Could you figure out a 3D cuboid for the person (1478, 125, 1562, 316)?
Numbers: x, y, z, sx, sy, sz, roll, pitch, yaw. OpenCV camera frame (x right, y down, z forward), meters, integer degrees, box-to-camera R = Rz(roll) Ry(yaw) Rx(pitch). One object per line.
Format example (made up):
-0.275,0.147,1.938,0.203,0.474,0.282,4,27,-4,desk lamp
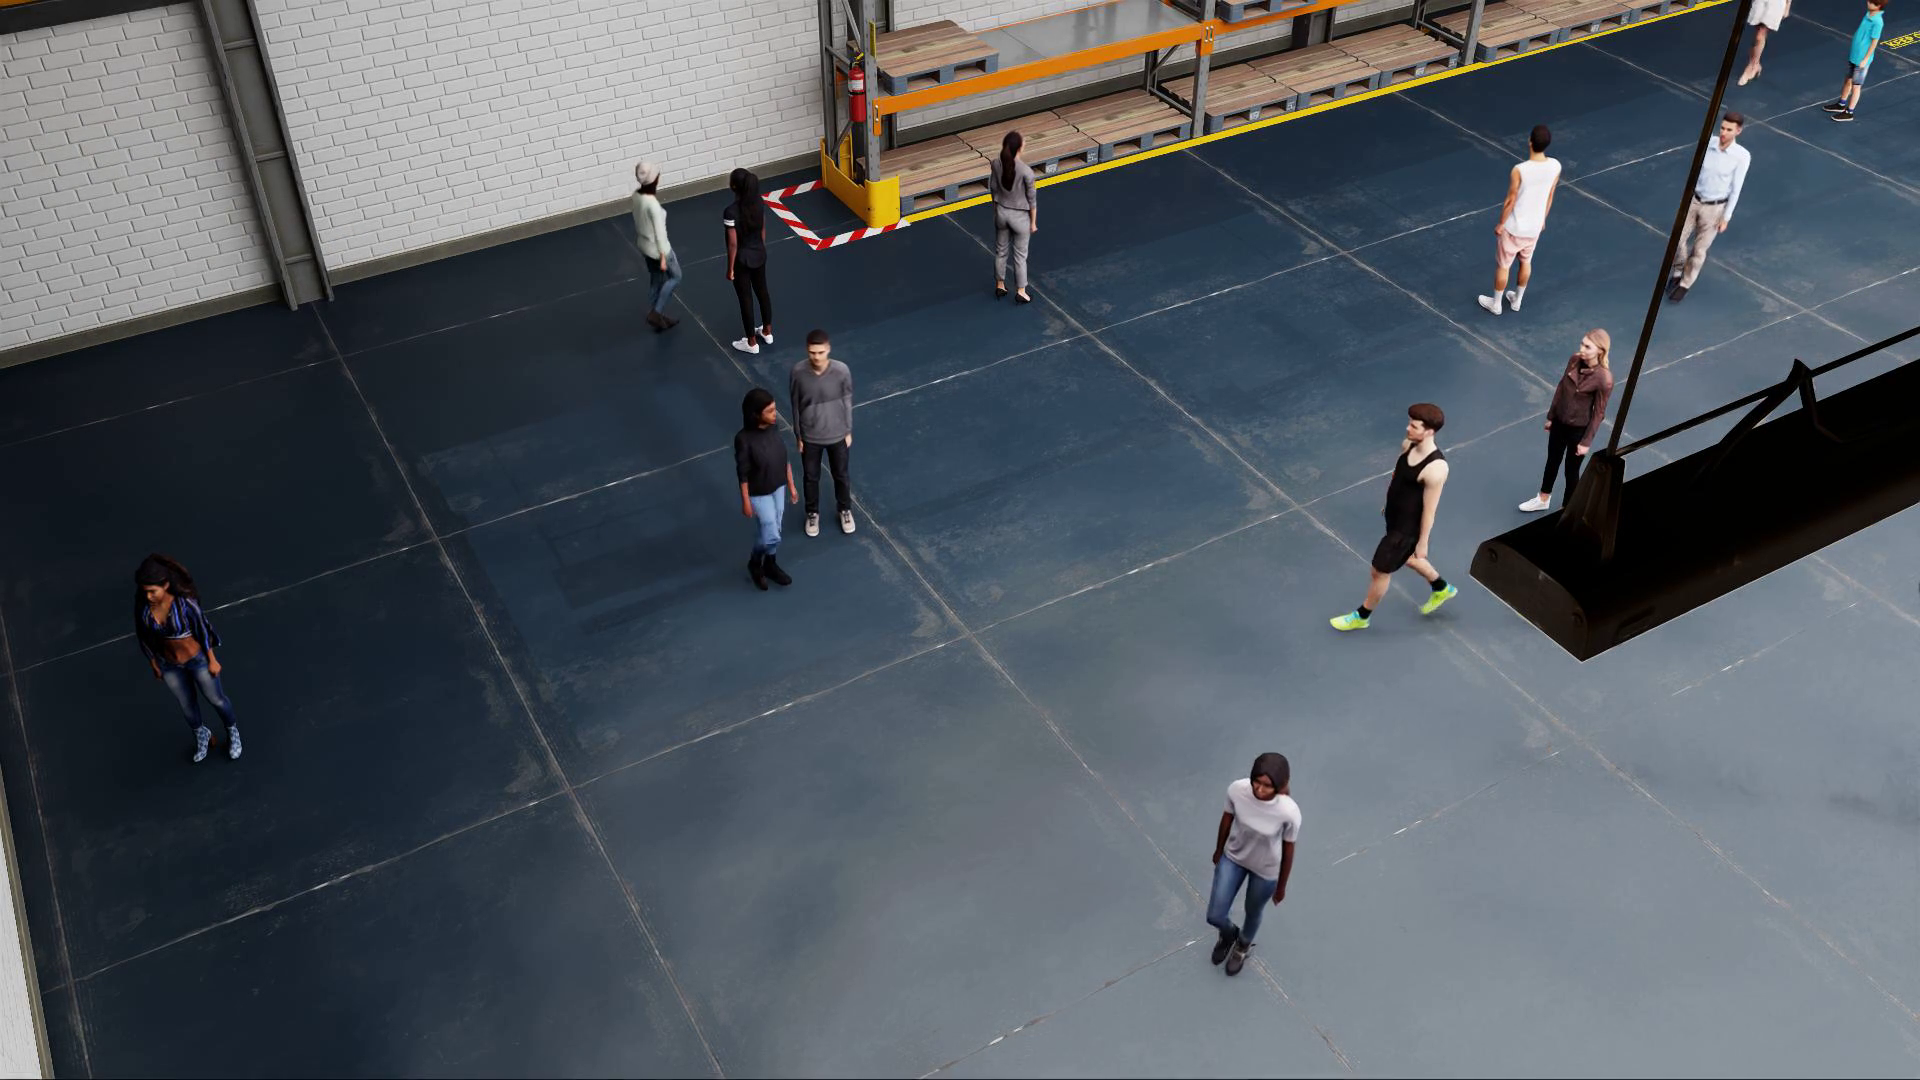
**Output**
5.045,-2.854,14.907,0.601,1.789,0.755,-9,40,-11,person

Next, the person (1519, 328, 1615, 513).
4.601,-0.848,12.462,0.521,1.705,0.617,-16,41,-19,person

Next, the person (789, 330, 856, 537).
-1.012,-0.806,12.367,0.599,1.759,0.740,-4,39,-5,person

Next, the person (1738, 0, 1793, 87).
9.283,-6.103,19.001,0.810,1.757,0.703,-27,46,-30,person

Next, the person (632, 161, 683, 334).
-2.755,-2.552,14.649,0.686,1.639,0.632,-27,46,-29,person

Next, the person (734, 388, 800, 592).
-1.460,-0.377,11.893,0.719,1.679,0.636,26,45,28,person

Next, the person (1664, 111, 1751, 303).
6.808,-3.048,15.117,0.745,1.830,0.742,29,47,32,person

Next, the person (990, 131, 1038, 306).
0.475,-2.911,15.067,0.719,1.679,0.743,21,43,24,person

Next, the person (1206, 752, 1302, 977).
1.644,1.748,9.204,0.738,1.716,0.779,20,43,23,person

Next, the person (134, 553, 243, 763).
-4.892,0.764,10.514,0.625,1.618,0.754,-4,39,-5,person

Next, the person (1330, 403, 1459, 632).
3.148,-0.135,11.445,1.263,1.861,0.986,-5,39,-6,person

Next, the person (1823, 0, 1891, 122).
9.940,-5.354,18.311,0.635,1.448,0.602,2,39,3,person

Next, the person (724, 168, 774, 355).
-1.840,-2.434,14.430,0.754,1.729,0.644,26,45,29,person
